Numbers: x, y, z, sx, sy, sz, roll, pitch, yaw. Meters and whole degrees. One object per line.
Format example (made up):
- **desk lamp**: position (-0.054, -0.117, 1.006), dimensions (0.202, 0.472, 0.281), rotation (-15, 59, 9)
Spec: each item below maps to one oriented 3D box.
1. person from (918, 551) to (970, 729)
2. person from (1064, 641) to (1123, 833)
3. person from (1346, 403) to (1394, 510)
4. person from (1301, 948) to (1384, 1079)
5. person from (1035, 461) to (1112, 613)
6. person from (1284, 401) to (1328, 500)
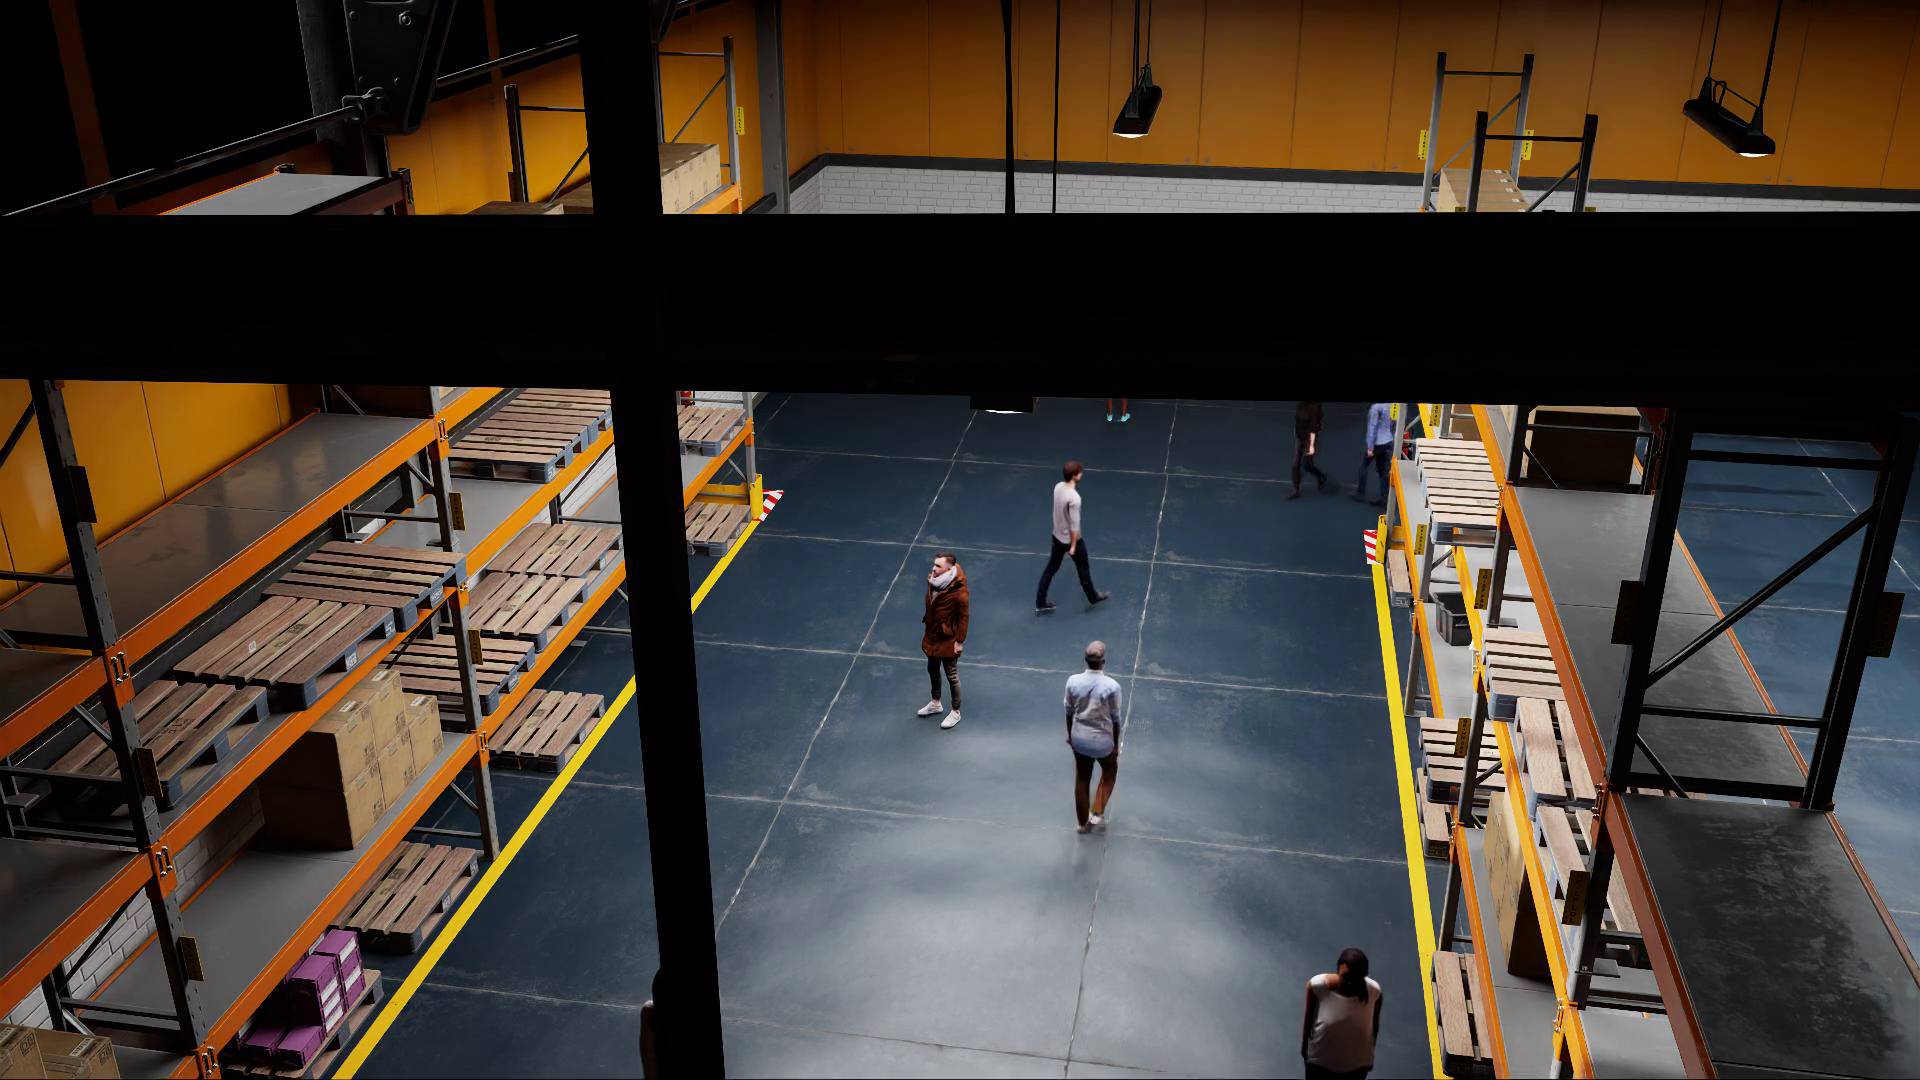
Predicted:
- **person**: position (-0.158, 0.953, 16.460), dimensions (0.897, 1.839, 0.853), rotation (-21, 31, -40)
- **person**: position (1.151, 1.783, 14.596), dimensions (0.755, 1.811, 0.707), rotation (10, 25, 21)
- **person**: position (5.516, -1.225, 21.609), dimensions (0.930, 1.705, 0.989), rotation (-17, 29, -34)
- **person**: position (2.534, 3.389, 11.091), dimensions (0.683, 1.675, 0.801), rotation (2, 24, 4)
- **person**: position (1.122, -0.001, 18.696), dimensions (1.182, 1.795, 1.191), rotation (-12, 26, -25)
- **person**: position (4.608, -1.308, 21.902), dimensions (0.943, 1.624, 0.897), rotation (-14, 27, -28)
